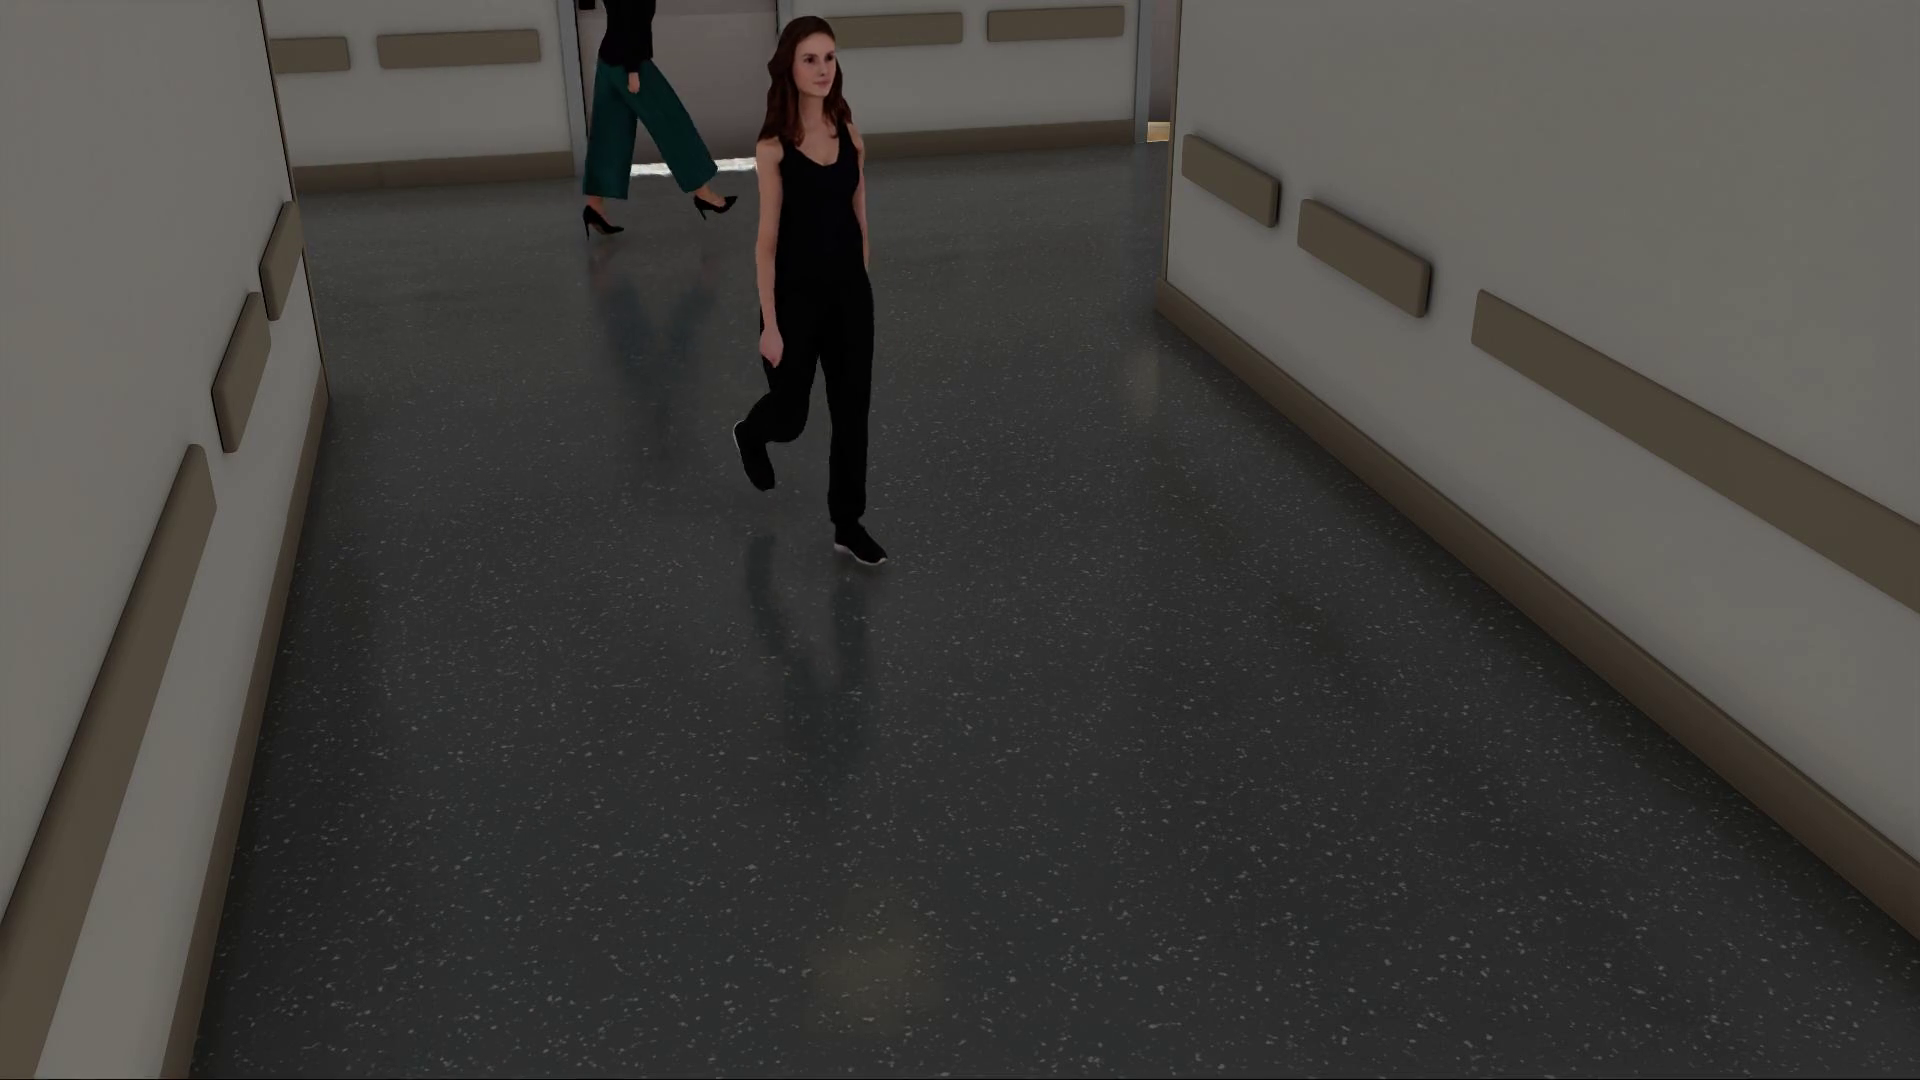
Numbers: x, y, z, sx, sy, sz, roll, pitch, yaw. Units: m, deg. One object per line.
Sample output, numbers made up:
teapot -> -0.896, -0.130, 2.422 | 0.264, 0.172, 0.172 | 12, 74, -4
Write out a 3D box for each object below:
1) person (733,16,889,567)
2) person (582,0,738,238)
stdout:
person -> -0.521, -0.793, 5.375 | 1.065, 1.724, 0.900 | -18, 31, -32
person -> -1.826, -2.416, 8.771 | 1.151, 1.698, 0.848 | -16, 30, -30
